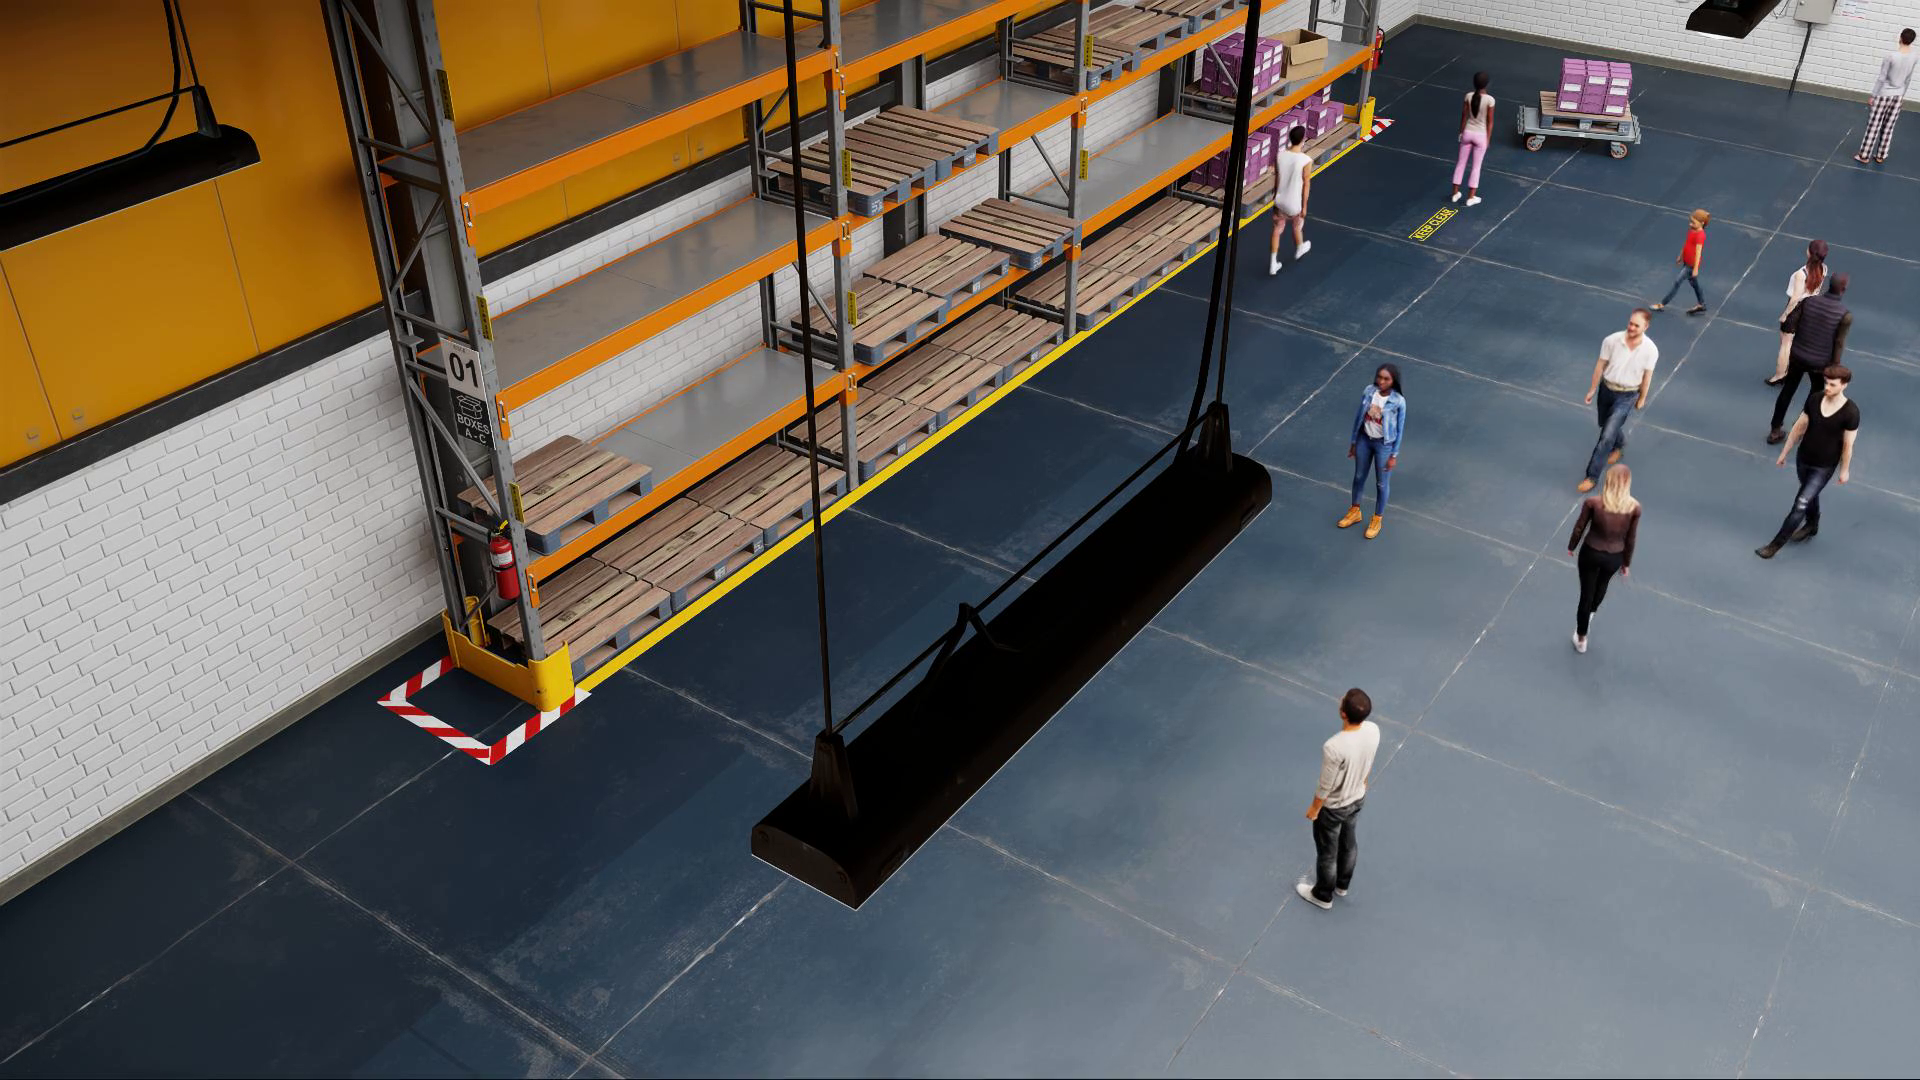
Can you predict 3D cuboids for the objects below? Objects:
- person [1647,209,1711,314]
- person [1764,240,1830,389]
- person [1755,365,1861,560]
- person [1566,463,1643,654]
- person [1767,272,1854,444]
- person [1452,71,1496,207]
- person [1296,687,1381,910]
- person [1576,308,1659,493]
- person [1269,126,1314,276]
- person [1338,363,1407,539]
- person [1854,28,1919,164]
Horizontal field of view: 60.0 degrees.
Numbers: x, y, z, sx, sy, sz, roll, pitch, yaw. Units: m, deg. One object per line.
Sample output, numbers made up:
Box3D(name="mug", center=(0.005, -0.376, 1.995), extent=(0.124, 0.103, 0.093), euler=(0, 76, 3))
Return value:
Box3D(name="person", center=(8.394, -3.149, 18.949), extent=(0.835, 1.277, 0.893), euler=(4, 34, 6))
Box3D(name="person", center=(8.805, -2.375, 17.447), extent=(0.594, 1.649, 0.695), euler=(-15, 36, -21))
Box3D(name="person", center=(7.660, -0.710, 14.772), extent=(1.312, 1.837, 1.048), euler=(-17, 37, -24))
Box3D(name="person", center=(5.226, 0.191, 13.557), extent=(0.842, 1.681, 1.000), euler=(7, 34, 10))
Box3D(name="person", center=(8.312, -1.757, 16.370), extent=(0.922, 1.811, 0.852), euler=(-26, 42, -34))
Box3D(name="person", center=(6.703, -5.244, 21.681), extent=(0.591, 1.742, 0.538), euler=(25, 41, 32))
Box3D(name="person", center=(2.556, 1.728, 11.127), extent=(0.611, 1.812, 0.783), euler=(-22, 39, -29))
Box3D(name="person", center=(6.310, -1.412, 15.842), extent=(1.281, 1.822, 0.812), euler=(-29, 43, -36))
Box3D(name="person", center=(3.873, -3.992, 19.793), extent=(0.665, 1.746, 1.029), euler=(21, 39, 29))
Box3D(name="person", center=(3.769, -0.832, 15.068), extent=(0.629, 1.713, 0.543), euler=(26, 42, 34))
Box3D(name="person", center=(12.794, -6.106, 22.882), extent=(0.701, 1.848, 0.731), euler=(-1, 34, -2))
